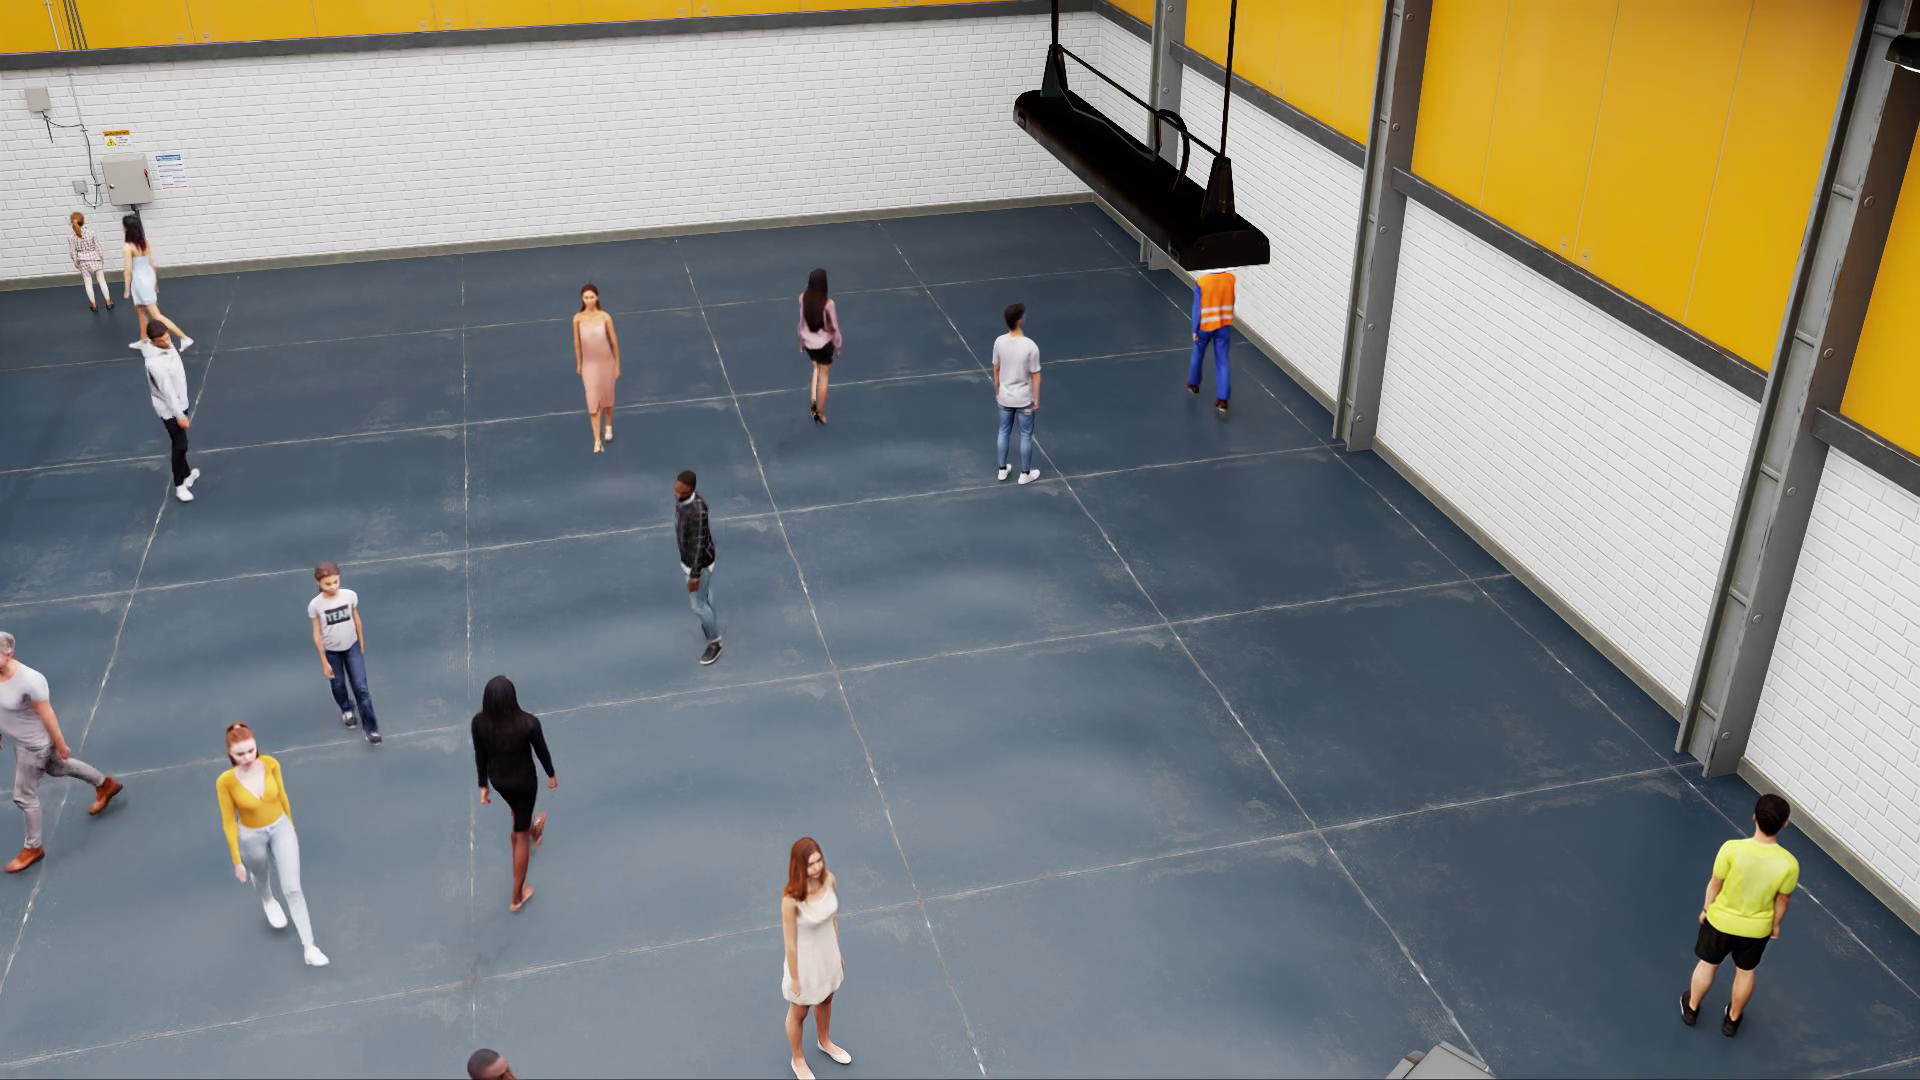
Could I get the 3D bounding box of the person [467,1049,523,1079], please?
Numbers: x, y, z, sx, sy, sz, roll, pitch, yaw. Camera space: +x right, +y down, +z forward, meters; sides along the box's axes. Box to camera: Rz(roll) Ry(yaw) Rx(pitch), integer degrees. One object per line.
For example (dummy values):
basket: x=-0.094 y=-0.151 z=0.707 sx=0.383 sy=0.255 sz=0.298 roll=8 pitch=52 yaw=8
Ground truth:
person: x=-2.236 y=3.232 z=8.286 sx=0.740 sy=1.811 sz=0.636 roll=10 pitch=30 yaw=17

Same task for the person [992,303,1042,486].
person: x=0.568 y=-1.483 z=16.852 sx=0.745 sy=1.886 sz=0.796 roll=14 pitch=32 yaw=24

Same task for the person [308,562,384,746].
person: x=-4.872 y=0.820 z=13.006 sx=0.694 sy=1.526 sz=1.022 roll=-15 pitch=32 yaw=-25

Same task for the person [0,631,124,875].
person: x=-6.458 y=1.368 z=11.736 sx=1.241 sy=1.781 sz=1.272 roll=17 pitch=33 yaw=28

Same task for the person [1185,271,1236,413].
person: x=2.849 y=-2.303 z=18.421 sx=0.753 sy=1.823 sz=1.223 roll=-5 pitch=29 yaw=-10

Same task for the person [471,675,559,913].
person: x=-3.027 y=1.724 z=11.197 sx=0.916 sy=1.672 sz=1.231 roll=3 pitch=29 yaw=5

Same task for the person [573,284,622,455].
person: x=-3.821 y=-1.863 z=17.637 sx=0.685 sy=1.802 sz=1.035 roll=-4 pitch=29 yaw=-8

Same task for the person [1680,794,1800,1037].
person: x=4.756 y=2.289 z=10.125 sx=0.688 sy=1.705 sz=0.710 roll=9 pitch=30 yaw=17

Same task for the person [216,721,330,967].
person: x=-4.556 y=1.927 z=10.809 sx=0.969 sy=1.687 sz=1.257 roll=-22 pitch=36 yaw=-35

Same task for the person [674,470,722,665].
person: x=-2.182 y=0.138 z=13.974 sx=0.913 sy=1.796 sz=0.504 roll=-4 pitch=29 yaw=-7

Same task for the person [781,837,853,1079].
person: x=-0.876 y=2.455 z=9.815 sx=0.642 sy=1.712 sz=0.667 roll=-25 pitch=37 yaw=-38

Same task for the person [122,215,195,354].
person: x=-9.666 y=-3.009 z=19.845 sx=0.919 sy=1.700 sz=1.142 roll=3 pitch=29 yaw=5

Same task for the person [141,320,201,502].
person: x=-7.893 y=-1.360 z=16.603 sx=0.933 sy=1.909 sz=0.494 roll=-14 pitch=32 yaw=-24

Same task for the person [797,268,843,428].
person: x=-1.564 y=-2.036 z=17.953 sx=0.768 sy=1.802 sz=0.819 roll=13 pitch=31 yaw=22

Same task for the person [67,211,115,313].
person: x=-11.155 y=-3.577 z=21.290 sx=0.568 sy=1.312 sz=0.571 roll=-13 pitch=31 yaw=-23
